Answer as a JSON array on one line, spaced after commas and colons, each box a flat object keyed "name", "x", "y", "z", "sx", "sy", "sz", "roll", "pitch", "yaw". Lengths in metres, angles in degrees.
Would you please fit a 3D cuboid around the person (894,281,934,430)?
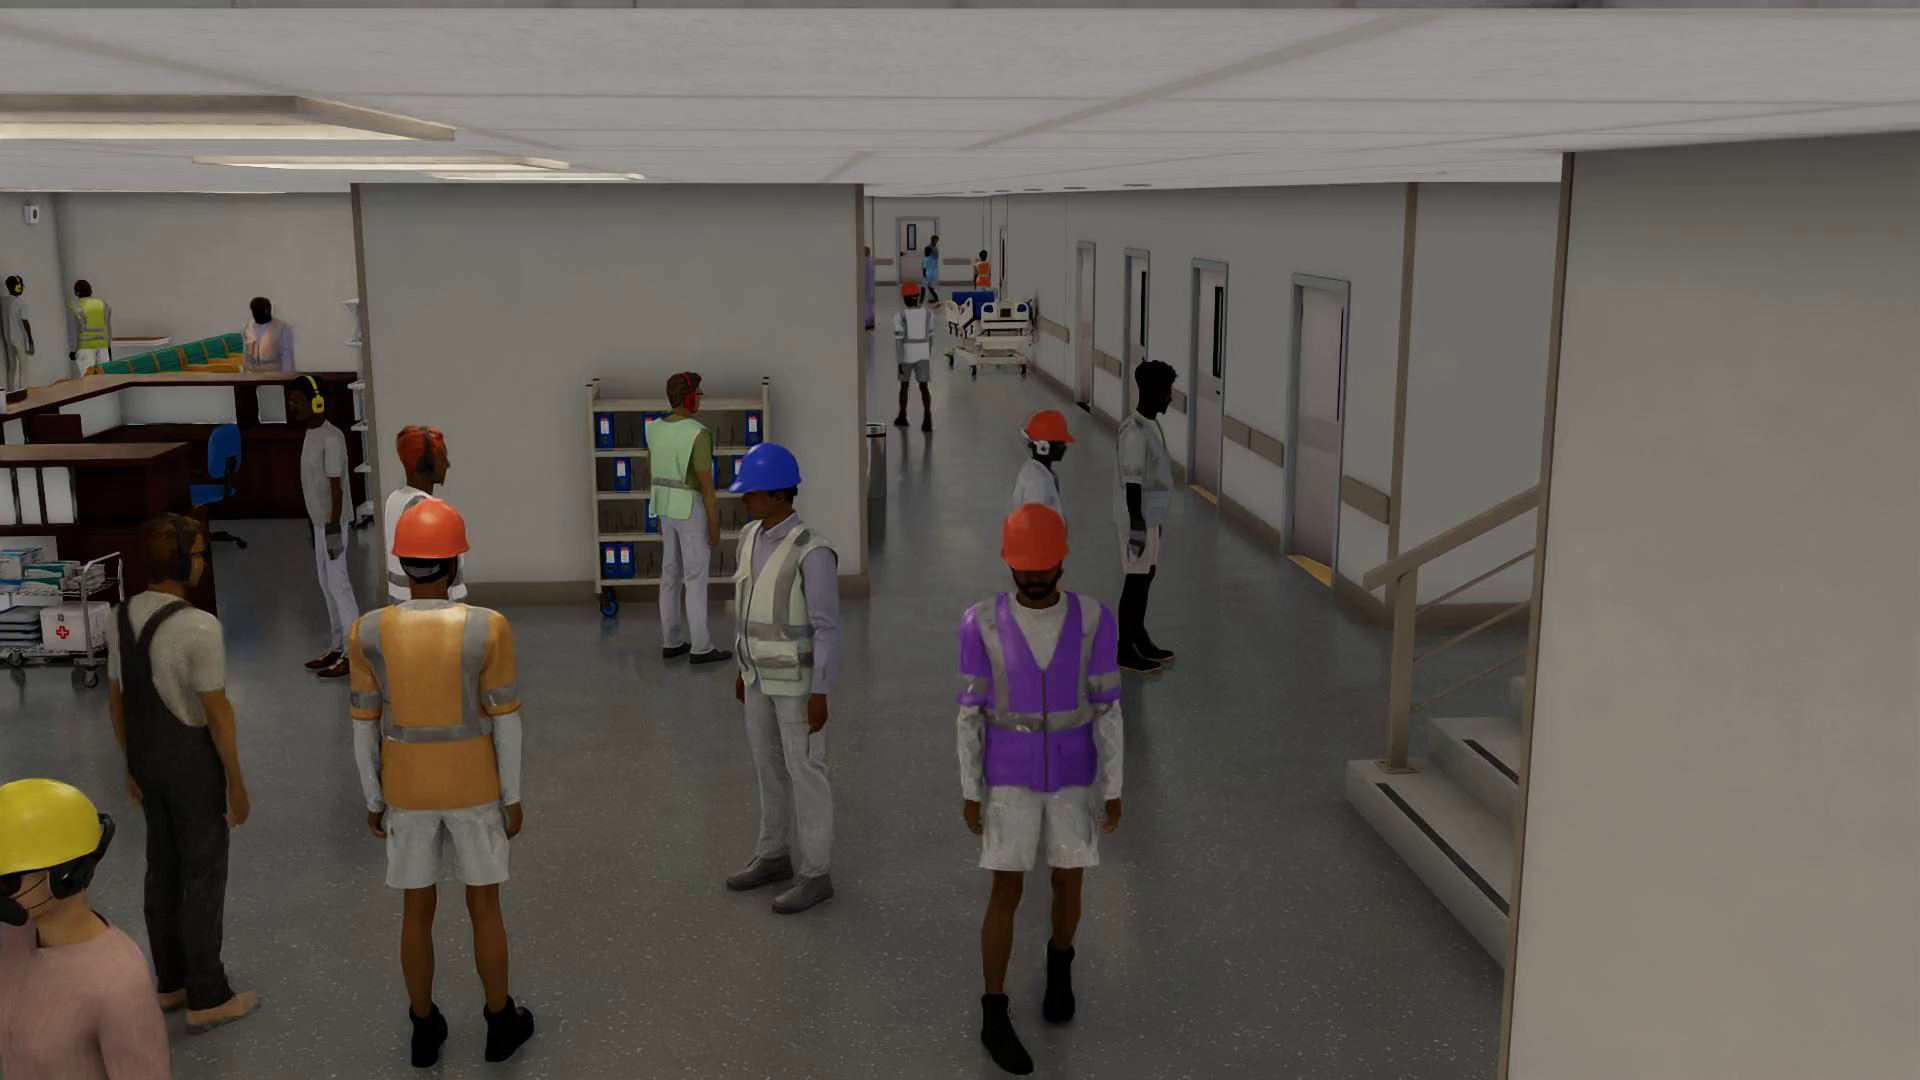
[{"name": "person", "x": -0.579, "y": -2.355, "z": 21.244, "sx": 0.541, "sy": 1.892, "sz": 0.950, "roll": -3, "pitch": 12, "yaw": -15}]

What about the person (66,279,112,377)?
[{"name": "person", "x": -11.879, "y": -2.628, "z": 22.708, "sx": 0.430, "sy": 1.840, "sz": 0.621, "roll": 7, "pitch": 13, "yaw": 30}]

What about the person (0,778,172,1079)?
[{"name": "person", "x": -1.830, "y": 1.340, "z": 3.484, "sx": 0.526, "sy": 1.769, "sz": 0.328, "roll": 8, "pitch": 14, "yaw": 36}]

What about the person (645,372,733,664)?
[{"name": "person", "x": -1.745, "y": -0.135, "z": 10.500, "sx": 0.563, "sy": 1.847, "sz": 0.389, "roll": 9, "pitch": 15, "yaw": 39}]

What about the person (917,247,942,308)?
[{"name": "person", "x": -0.826, "y": -7.119, "z": 45.099, "sx": 0.691, "sy": 1.651, "sz": 0.590, "roll": 7, "pitch": 13, "yaw": 30}]

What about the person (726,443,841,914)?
[{"name": "person", "x": -0.740, "y": 0.560, "z": 6.857, "sx": 0.395, "sy": 1.943, "sz": 0.617, "roll": -10, "pitch": 15, "yaw": -40}]

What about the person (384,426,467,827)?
[{"name": "person", "x": -2.475, "y": 0.404, "z": 7.784, "sx": 0.356, "sy": 1.879, "sz": 0.573, "roll": -8, "pitch": 14, "yaw": -35}]

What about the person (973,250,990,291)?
[{"name": "person", "x": 0.591, "y": -6.295, "z": 40.969, "sx": 0.557, "sy": 1.683, "sz": 0.369, "roll": 2, "pitch": 12, "yaw": 8}]

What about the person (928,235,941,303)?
[{"name": "person", "x": -0.758, "y": -7.680, "z": 47.180, "sx": 0.385, "sy": 1.929, "sz": 0.636, "roll": 1, "pitch": 12, "yaw": 7}]

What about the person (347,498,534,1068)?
[{"name": "person", "x": -1.738, "y": 0.821, "z": 5.598, "sx": 0.547, "sy": 1.938, "sz": 0.377, "roll": -1, "pitch": 12, "yaw": -3}]

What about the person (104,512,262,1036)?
[{"name": "person", "x": -2.746, "y": 0.815, "z": 5.878, "sx": 0.519, "sy": 1.844, "sz": 0.356, "roll": 5, "pitch": 13, "yaw": 24}]

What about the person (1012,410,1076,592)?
[{"name": "person", "x": 0.562, "y": 0.122, "z": 9.512, "sx": 0.714, "sy": 1.726, "sz": 0.588, "roll": 0, "pitch": 12, "yaw": 0}]

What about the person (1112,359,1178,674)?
[{"name": "person", "x": 1.141, "y": -0.143, "z": 10.288, "sx": 0.389, "sy": 1.951, "sz": 0.613, "roll": 3, "pitch": 12, "yaw": 17}]

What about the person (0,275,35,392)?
[{"name": "person", "x": -13.304, "y": -2.793, "z": 23.471, "sx": 0.518, "sy": 1.860, "sz": 0.341, "roll": 3, "pitch": 12, "yaw": 16}]

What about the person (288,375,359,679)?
[{"name": "person", "x": -3.903, "y": -0.086, "z": 10.230, "sx": 0.326, "sy": 1.862, "sz": 0.508, "roll": -8, "pitch": 14, "yaw": -35}]

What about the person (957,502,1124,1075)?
[{"name": "person", "x": 0.281, "y": 0.825, "z": 5.694, "sx": 0.572, "sy": 1.920, "sz": 0.537, "roll": -1, "pitch": 12, "yaw": -5}]

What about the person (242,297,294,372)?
[{"name": "person", "x": -7.906, "y": -1.839, "z": 18.908, "sx": 0.630, "sy": 1.821, "sz": 0.700, "roll": 1, "pitch": 12, "yaw": 4}]
